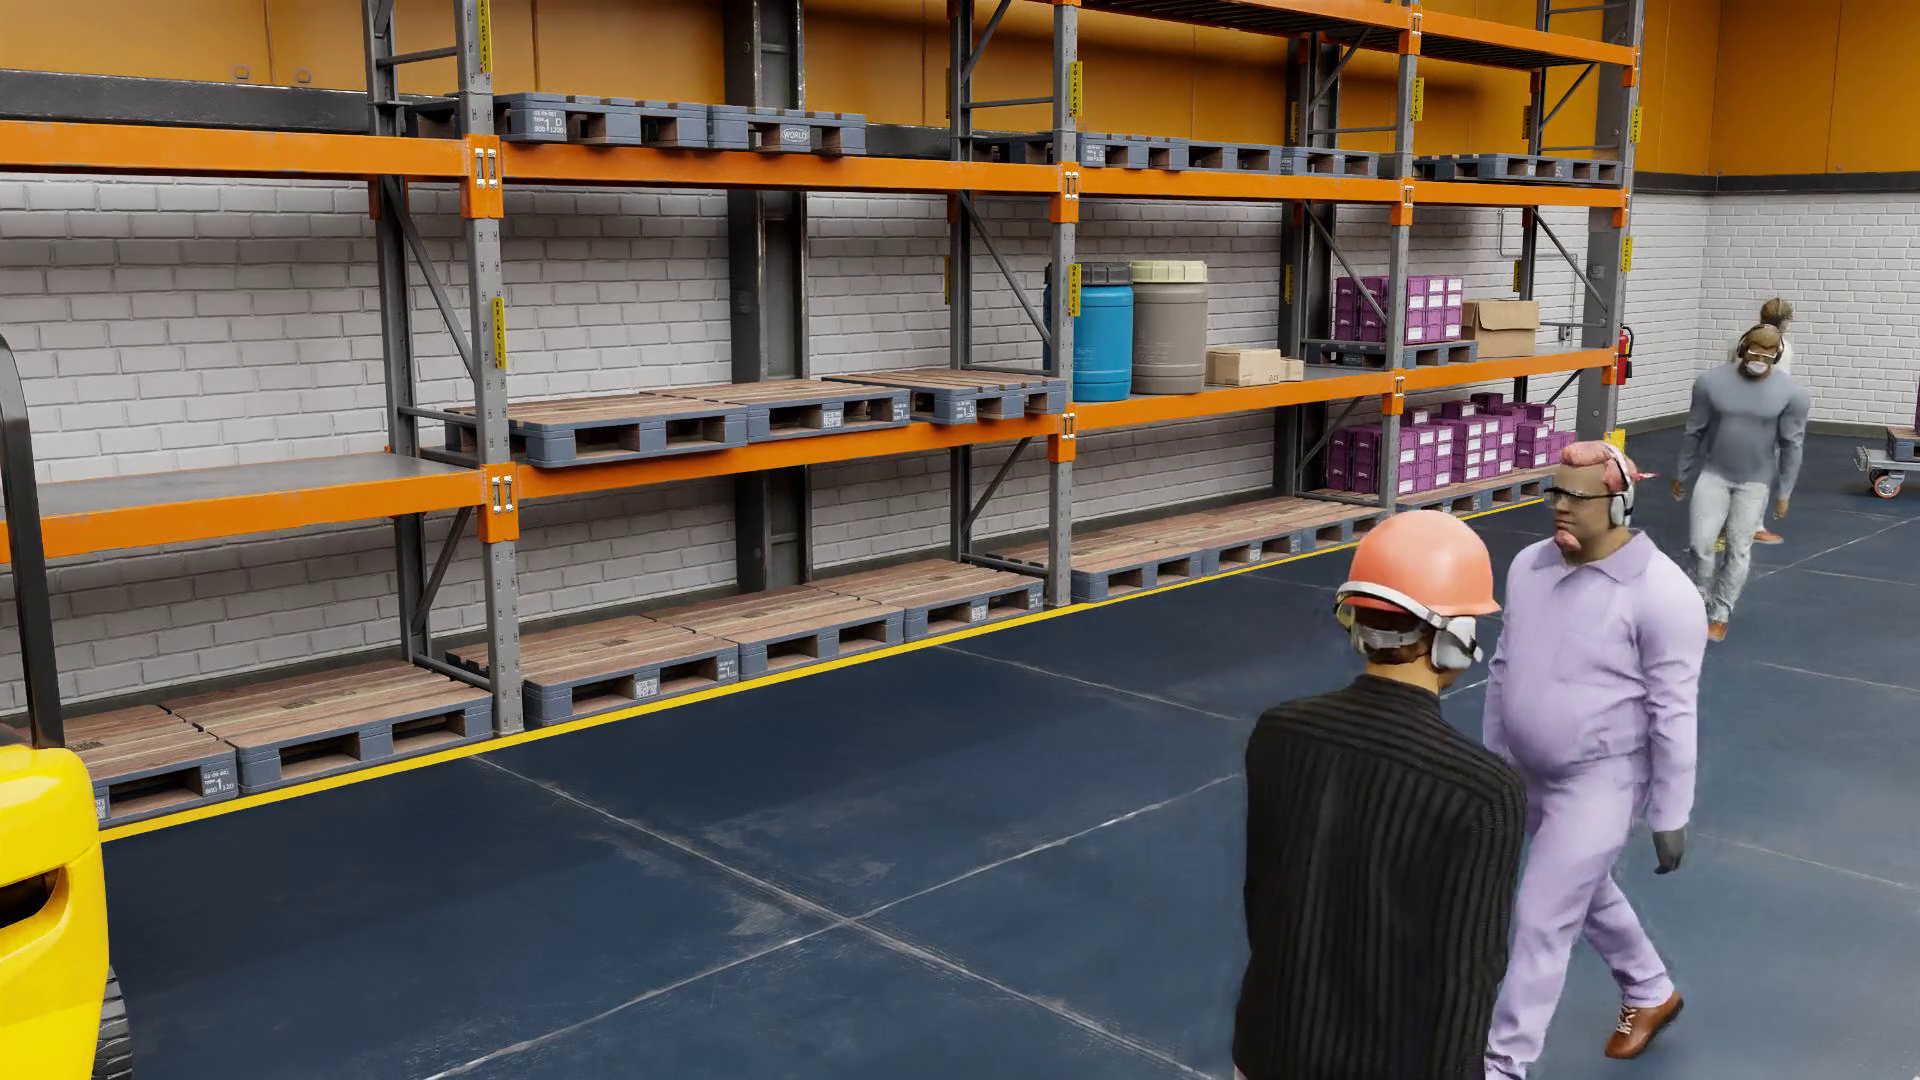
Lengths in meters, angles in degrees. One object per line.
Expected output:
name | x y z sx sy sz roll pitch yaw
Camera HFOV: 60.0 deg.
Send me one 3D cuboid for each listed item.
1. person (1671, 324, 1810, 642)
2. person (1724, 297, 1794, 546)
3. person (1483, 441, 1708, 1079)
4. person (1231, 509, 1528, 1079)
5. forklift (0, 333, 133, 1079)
person | 4.559 -0.324 9.793 0.713 1.899 0.436 7 12 32
person | 6.279 -0.933 13.082 0.367 1.918 0.697 -2 11 -9
person | 1.734 0.641 4.622 0.979 1.865 0.650 -4 11 -21
person | 0.761 0.911 2.978 1.096 1.923 0.644 -8 13 -36
forklift | -3.289 0.485 4.582 1.214 2.155 2.313 -10 14 -44
